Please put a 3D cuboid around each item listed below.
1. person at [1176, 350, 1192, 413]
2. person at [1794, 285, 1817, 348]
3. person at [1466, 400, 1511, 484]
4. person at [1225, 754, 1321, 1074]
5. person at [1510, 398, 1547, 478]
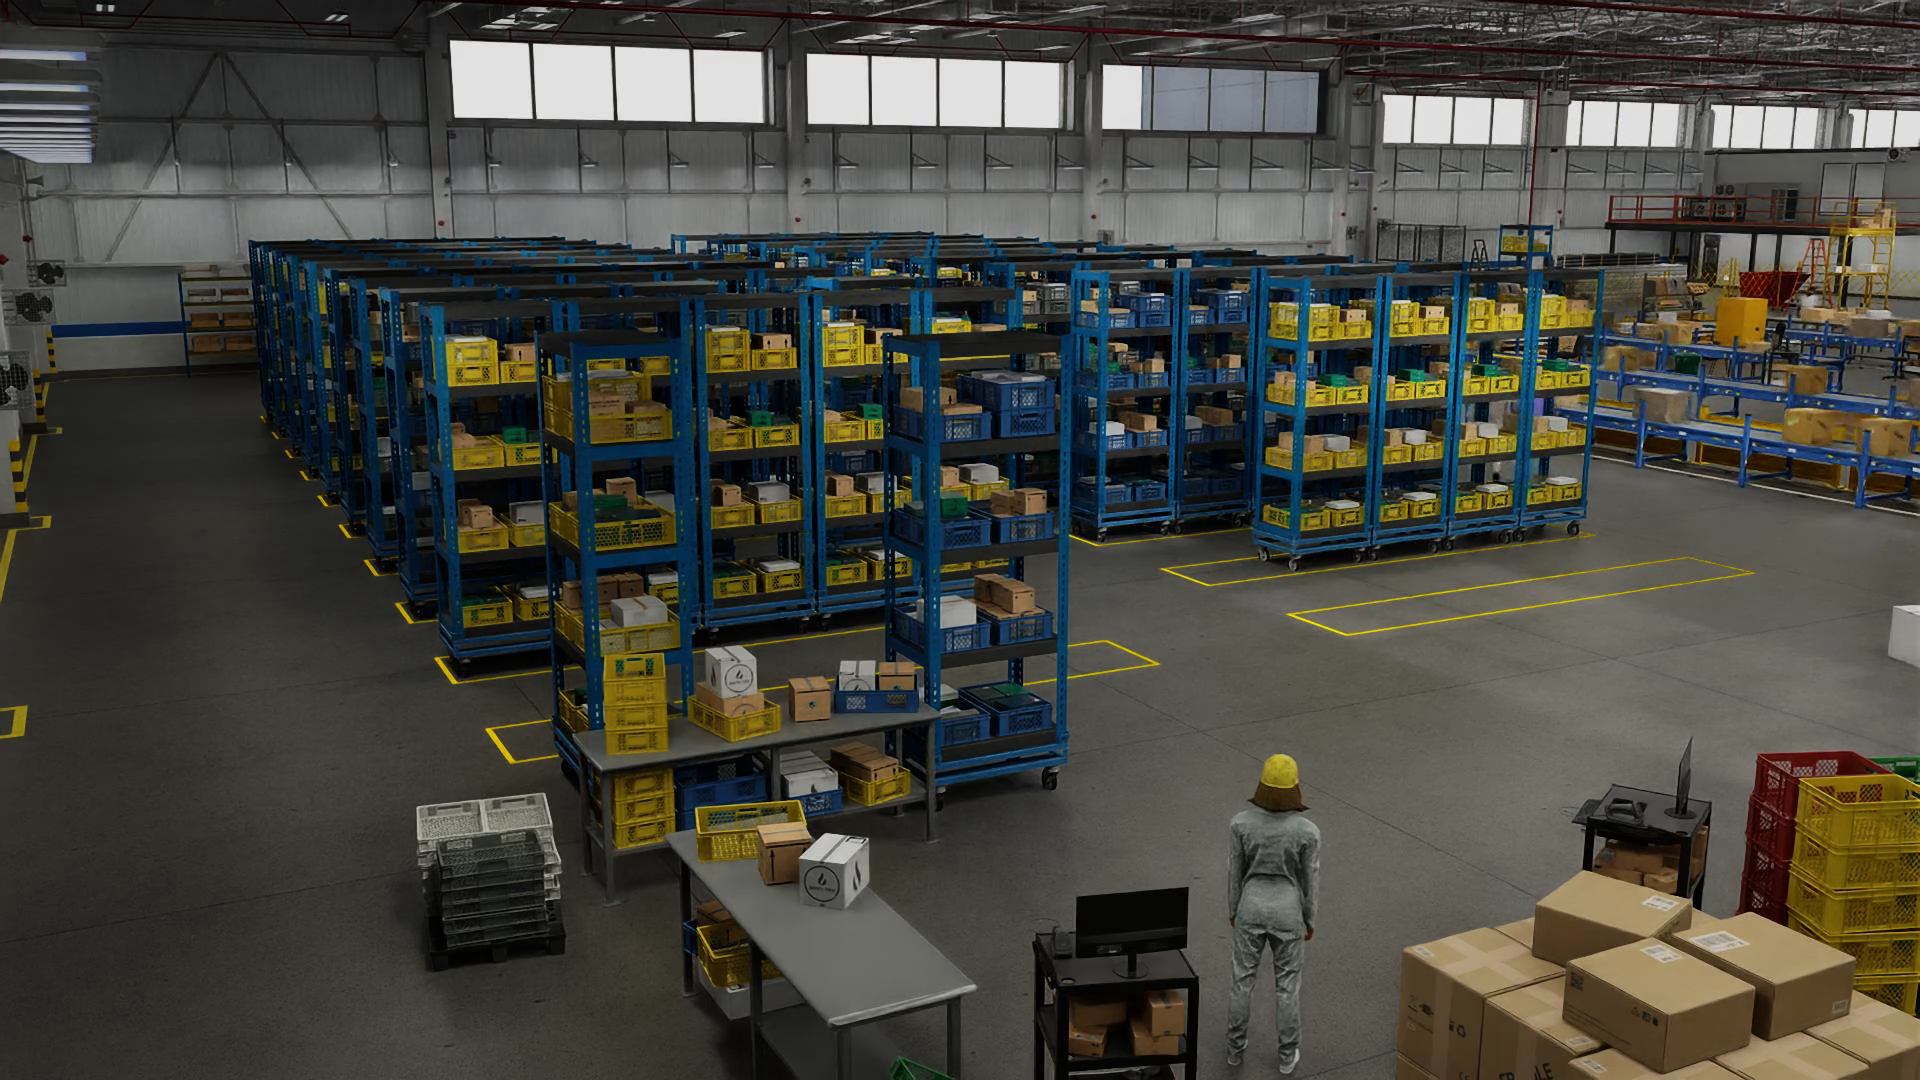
[{"bbox_3d":[4.447,-3.396,33.541,0.629,1.974,0.603,-4,13,-19],"label":"person"},{"bbox_3d":[24.725,-6.544,48.616,0.530,1.831,0.789,6,14,28],"label":"person"},{"bbox_3d":[8.182,-1.688,25.760,0.673,1.884,0.606,1,12,4],"label":"person"},{"bbox_3d":[1.670,1.988,8.917,0.485,1.735,0.347,4,13,17],"label":"person"},{"bbox_3d":[8.832,-1.689,25.952,0.584,1.804,0.908,-2,12,-8],"label":"person"}]
